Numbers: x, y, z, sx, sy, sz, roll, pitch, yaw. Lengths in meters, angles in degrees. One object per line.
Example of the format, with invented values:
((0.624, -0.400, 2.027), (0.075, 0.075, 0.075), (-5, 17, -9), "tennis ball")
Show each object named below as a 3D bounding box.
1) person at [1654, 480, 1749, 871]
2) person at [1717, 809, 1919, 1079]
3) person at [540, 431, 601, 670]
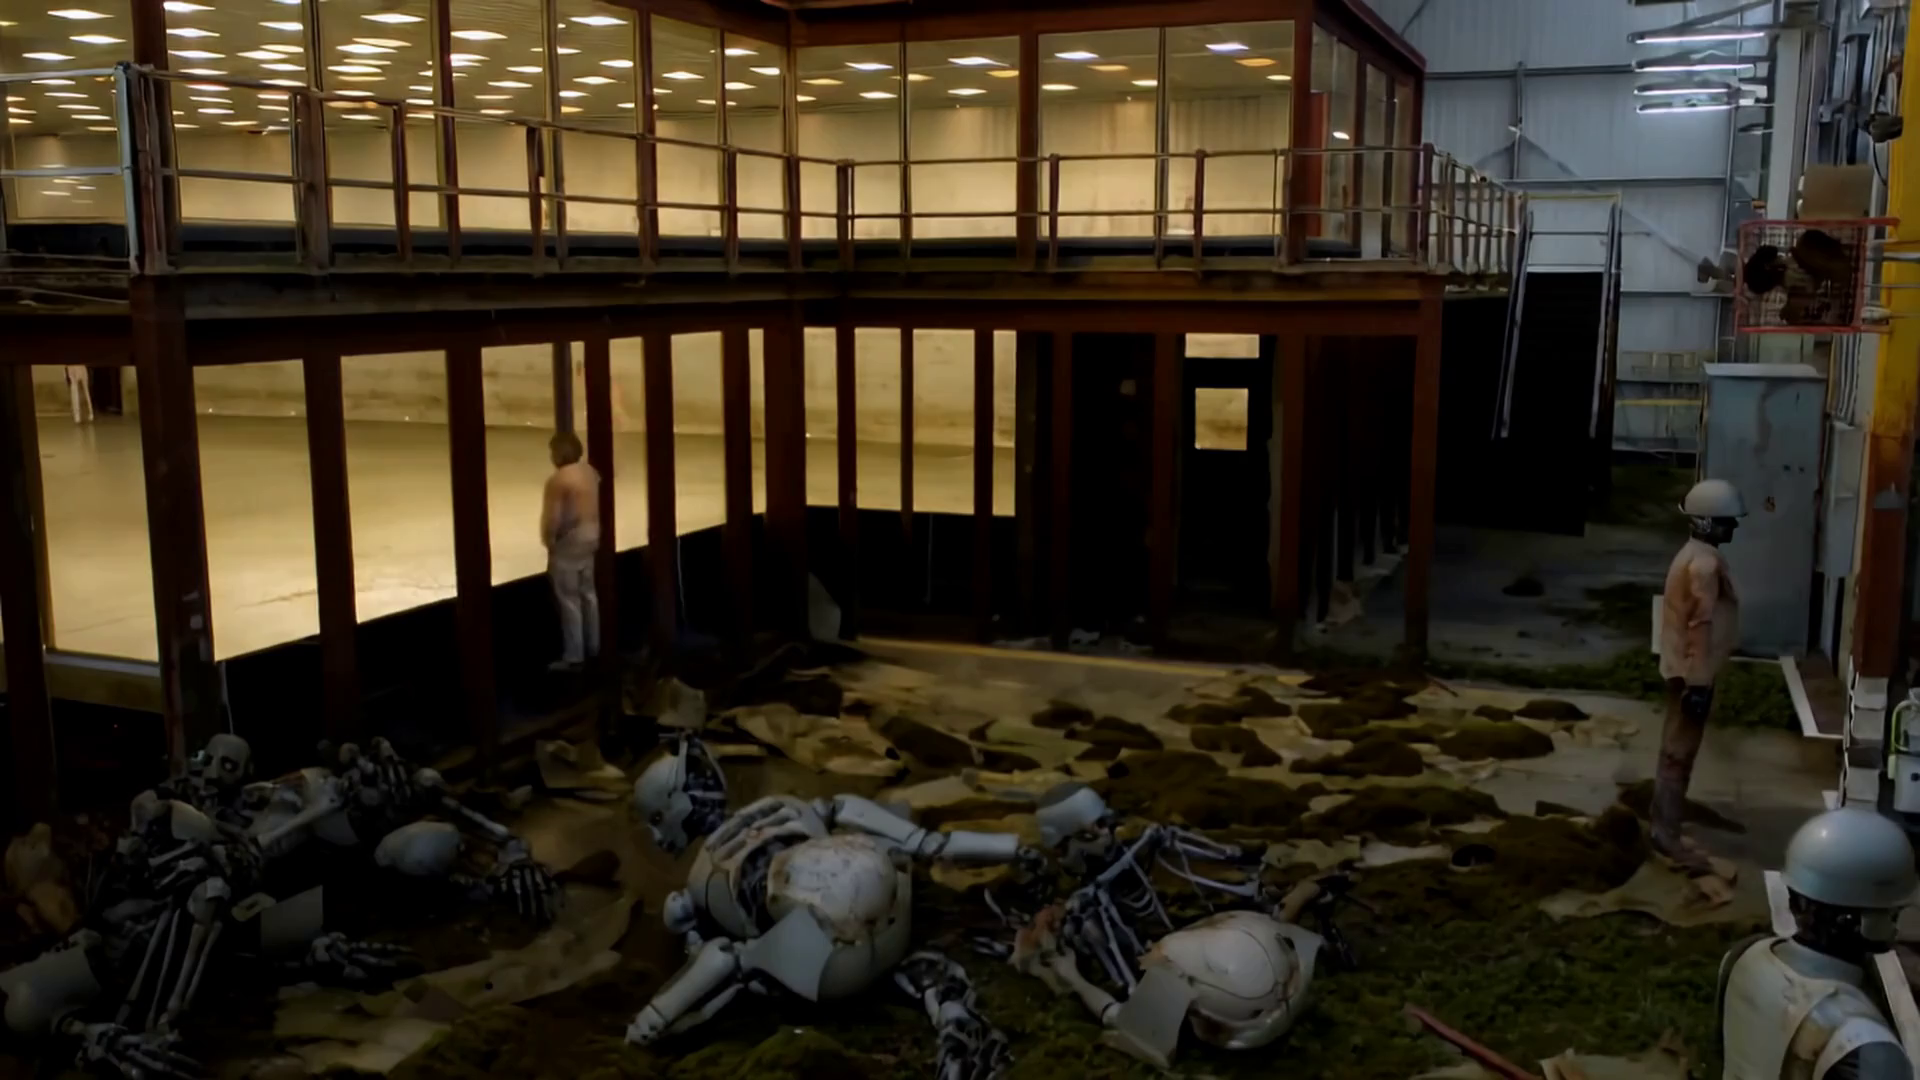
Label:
((3.808, 0.681, 8.592), (0.378, 1.995, 0.609), (5, 10, 28), "person")
((1.822, 1.518, 3.577), (0.391, 1.948, 0.605), (0, 9, -1), "person")
((-2.996, 0.078, 12.787), (0.429, 1.841, 0.633), (2, 10, 15), "person")
